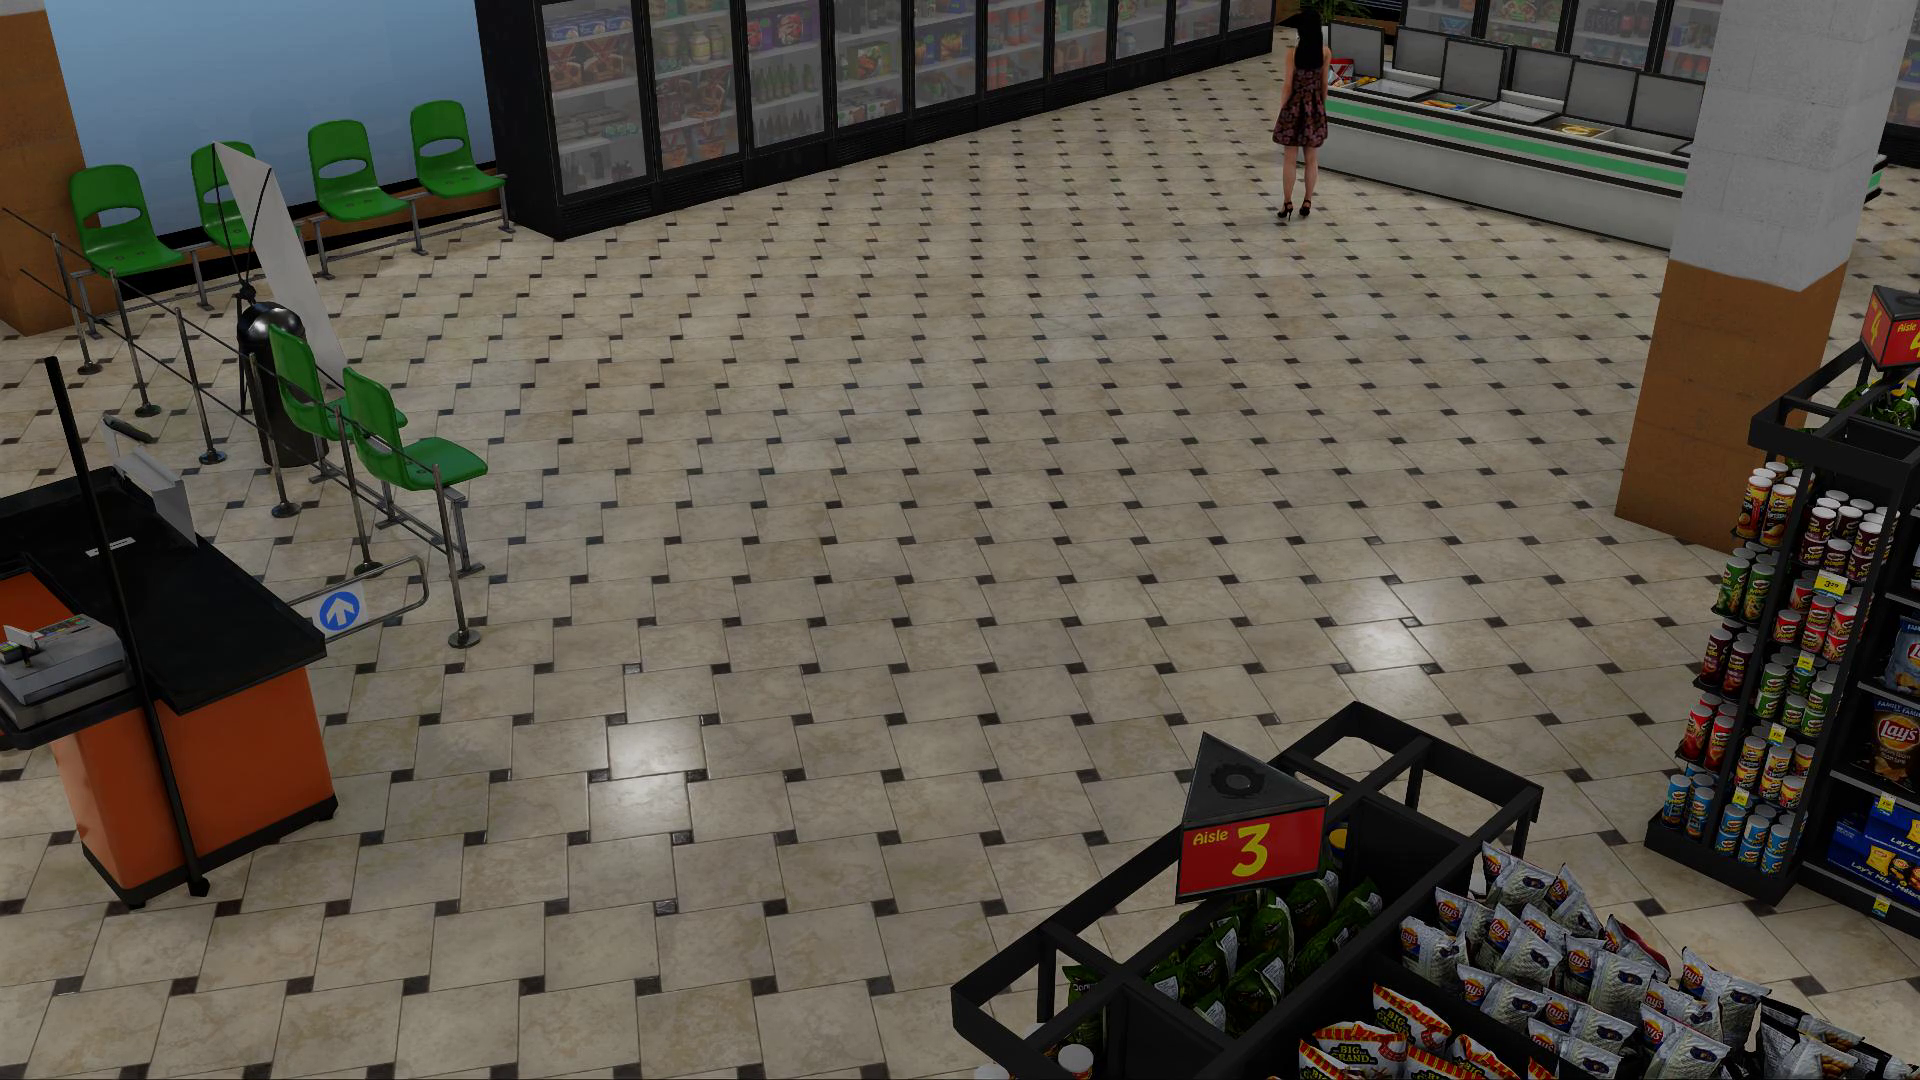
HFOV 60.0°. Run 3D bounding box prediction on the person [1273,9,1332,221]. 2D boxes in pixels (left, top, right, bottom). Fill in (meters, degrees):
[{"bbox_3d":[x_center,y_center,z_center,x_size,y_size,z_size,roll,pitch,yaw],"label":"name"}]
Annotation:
[{"bbox_3d":[2.929,-3.629,14.236,0.801,1.776,0.846,-5,29,-9],"label":"person"}]
